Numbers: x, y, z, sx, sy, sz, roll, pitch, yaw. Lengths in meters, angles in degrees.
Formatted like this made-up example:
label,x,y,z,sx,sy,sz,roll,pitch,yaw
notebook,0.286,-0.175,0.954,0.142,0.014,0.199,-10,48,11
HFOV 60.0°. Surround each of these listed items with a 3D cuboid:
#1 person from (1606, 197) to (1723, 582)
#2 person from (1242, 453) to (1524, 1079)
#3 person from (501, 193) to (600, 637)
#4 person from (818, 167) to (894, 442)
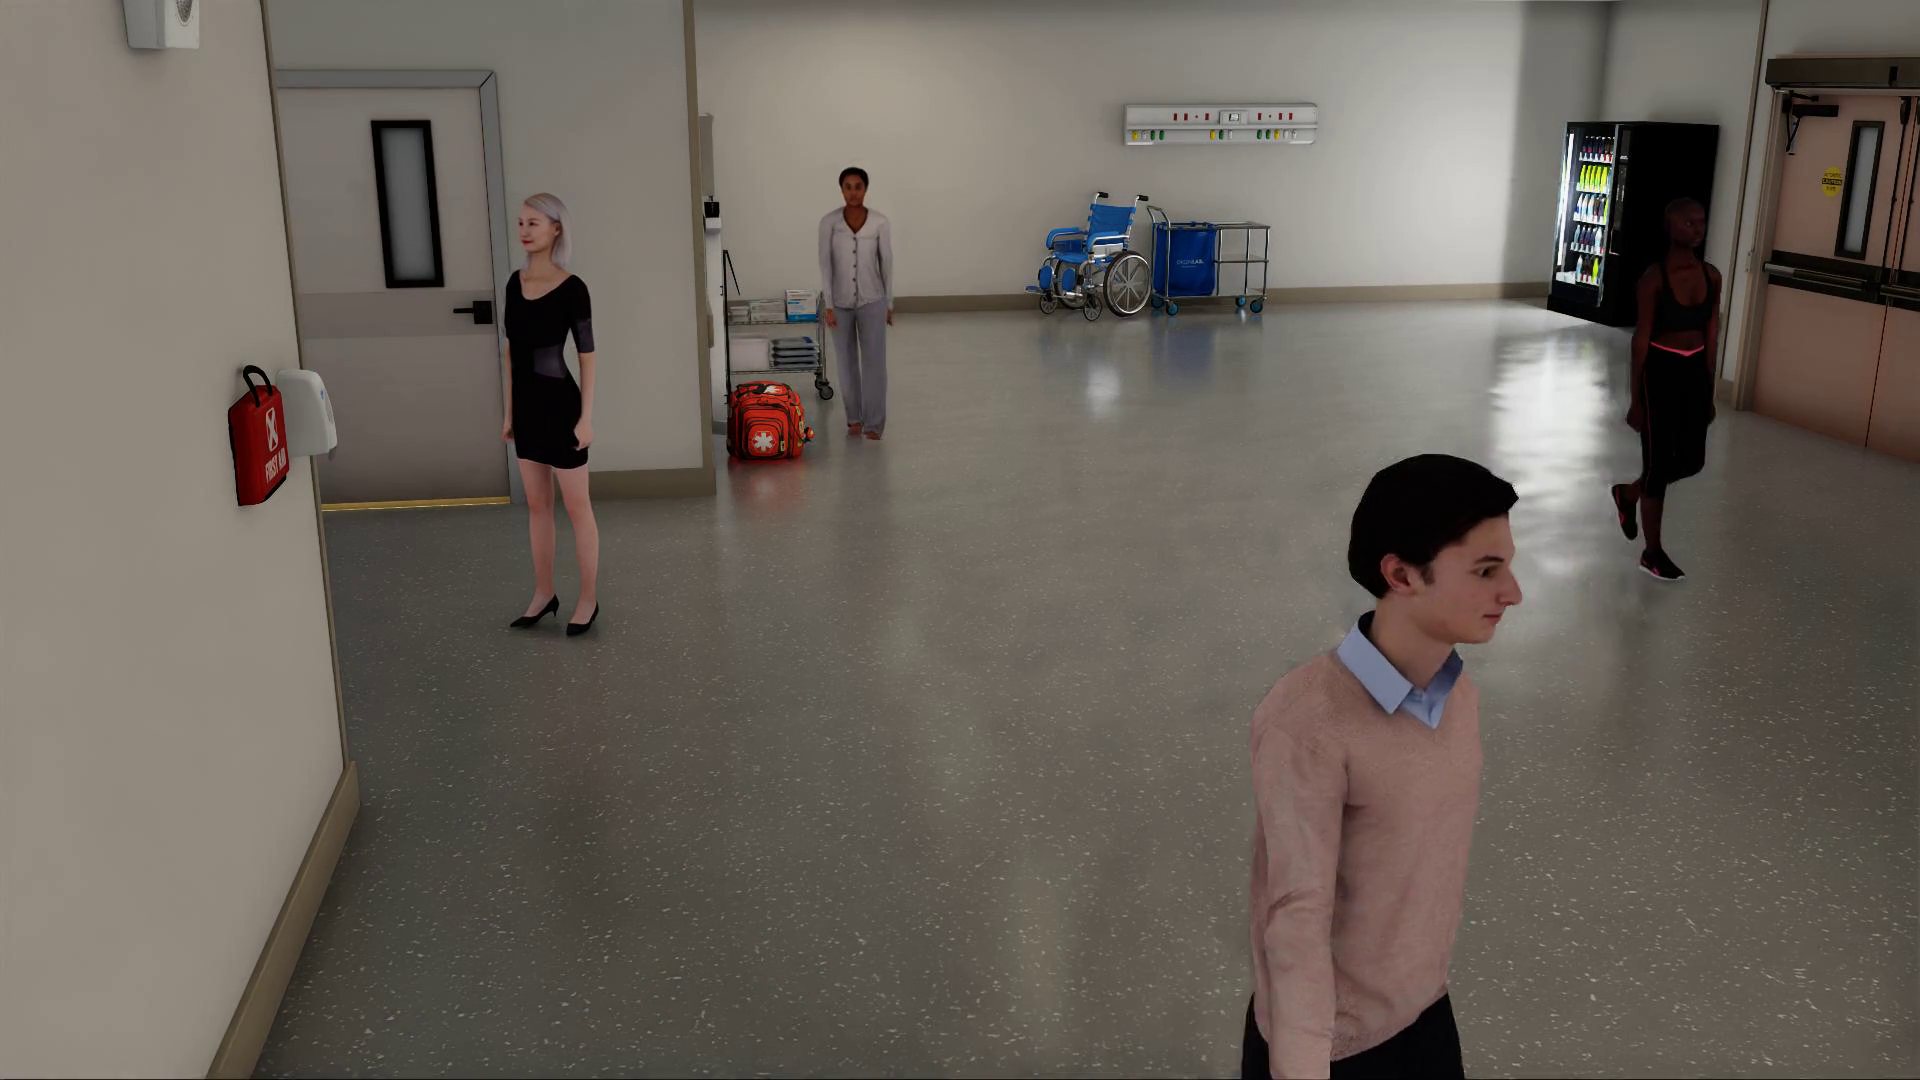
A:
label,x,y,z,sx,sy,sz,roll,pitch,yaw
person,3.281,-0.717,7.798,0.627,1.748,0.891,-4,16,-13
person,0.539,0.743,2.547,0.937,1.787,1.137,-11,19,-35
person,-1.701,-0.515,6.932,0.651,1.829,0.681,8,18,26
person,-0.677,-1.524,10.732,0.724,1.709,0.960,0,16,0
